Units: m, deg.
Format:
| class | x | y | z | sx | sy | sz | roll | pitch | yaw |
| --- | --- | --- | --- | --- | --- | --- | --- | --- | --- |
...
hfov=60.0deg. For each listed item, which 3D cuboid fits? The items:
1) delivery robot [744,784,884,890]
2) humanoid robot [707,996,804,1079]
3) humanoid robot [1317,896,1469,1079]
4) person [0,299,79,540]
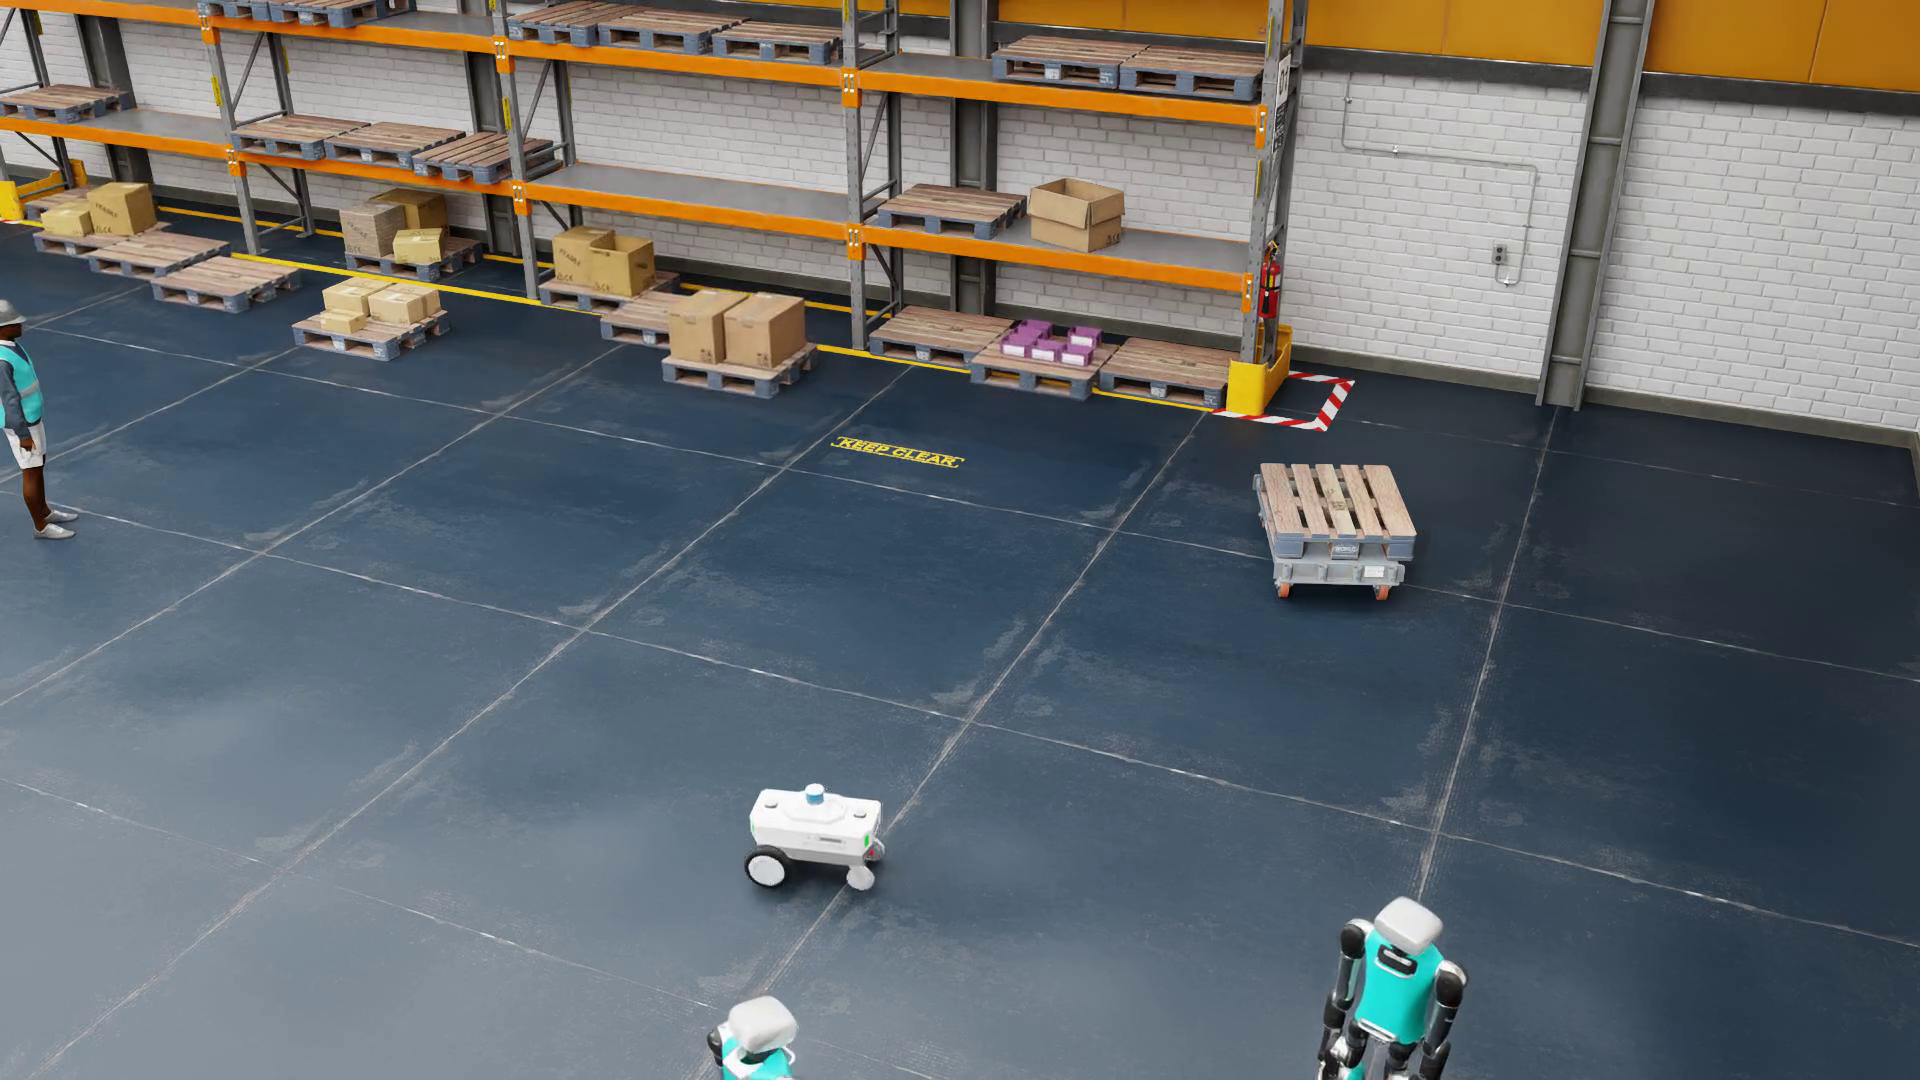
| class | x | y | z | sx | sy | sz | roll | pitch | yaw |
| --- | --- | --- | --- | --- | --- | --- | --- | --- | --- |
| delivery robot | -0.819 | 1.642 | 9.410 | 0.756 | 0.571 | 0.499 | 5 | 28 | 9 |
| humanoid robot | -0.544 | 2.453 | 6.598 | 0.872 | 1.789 | 0.551 | -22 | 35 | -36 |
| humanoid robot | 1.575 | 2.377 | 6.781 | 0.555 | 1.820 | 0.889 | 20 | 33 | 33 |
| person | -7.280 | -0.934 | 12.922 | 0.430 | 1.938 | 0.565 | -9 | 29 | -17 |
